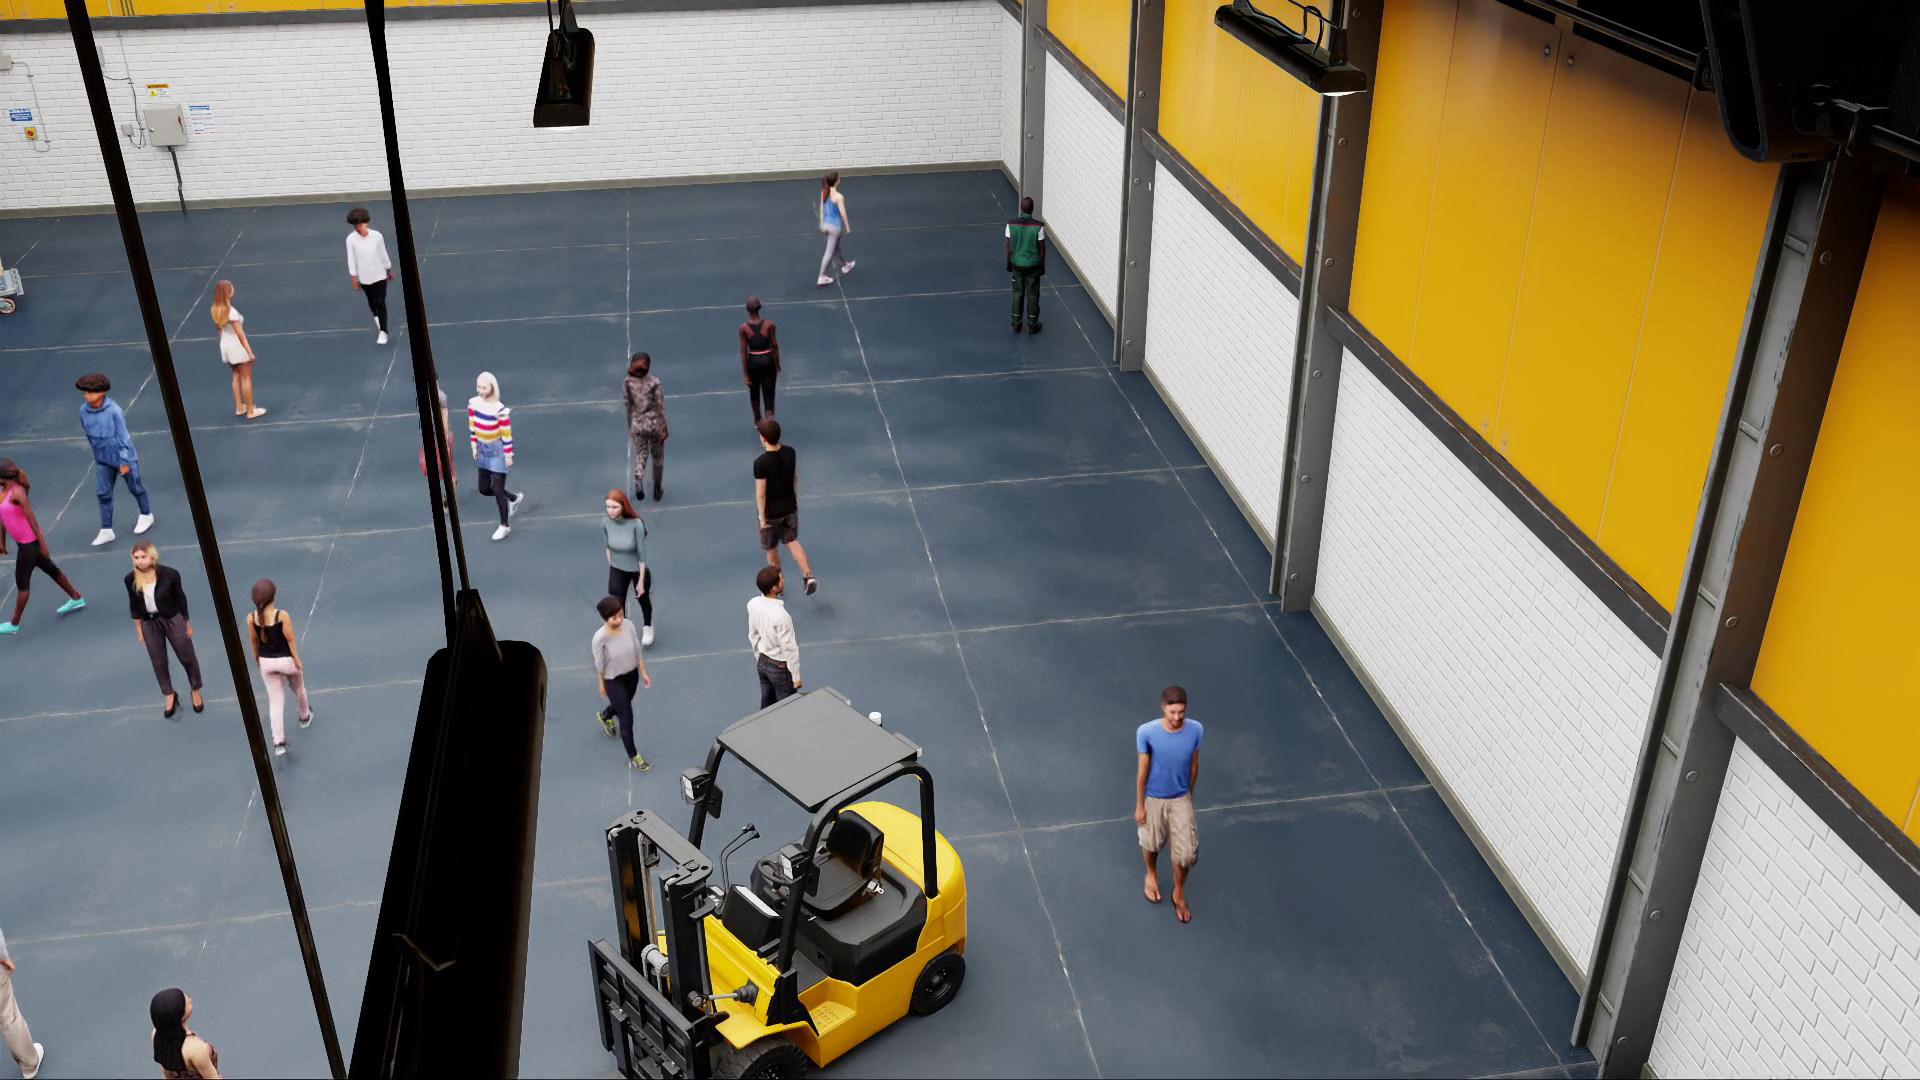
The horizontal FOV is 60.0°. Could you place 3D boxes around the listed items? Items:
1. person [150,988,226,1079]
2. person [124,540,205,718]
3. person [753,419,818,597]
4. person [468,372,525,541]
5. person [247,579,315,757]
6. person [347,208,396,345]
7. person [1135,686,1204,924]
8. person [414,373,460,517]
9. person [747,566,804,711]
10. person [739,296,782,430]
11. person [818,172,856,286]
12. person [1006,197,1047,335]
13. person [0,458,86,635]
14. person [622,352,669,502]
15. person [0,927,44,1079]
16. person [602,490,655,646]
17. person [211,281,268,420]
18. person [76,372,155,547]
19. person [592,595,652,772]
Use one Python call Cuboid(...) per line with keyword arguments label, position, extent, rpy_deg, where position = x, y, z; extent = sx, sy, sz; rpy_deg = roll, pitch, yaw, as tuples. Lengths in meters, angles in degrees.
Cuboid(label="person", position=(-4.285, 3.221, 9.417), extent=(0.800, 1.775, 0.843), rpy_deg=(12, 31, 21))
Cuboid(label="person", position=(-6.721, 0.743, 14.069), extent=(0.602, 1.671, 0.538), rpy_deg=(-6, 29, -11))
Cuboid(label="person", position=(-1.660, -0.259, 15.722), extent=(0.957, 1.846, 1.095), rpy_deg=(-23, 36, -36))
Cuboid(label="person", position=(-4.705, -0.899, 16.949), extent=(0.898, 1.795, 0.978), rpy_deg=(13, 31, 23))
Cuboid(label="person", position=(-5.606, 1.055, 13.640), extent=(0.537, 1.534, 1.005), rpy_deg=(-4, 29, -8))
Cuboid(label="person", position=(-7.682, -3.493, 21.745), extent=(0.775, 1.757, 1.171), rpy_deg=(-11, 30, -19))
Cuboid(label="person", position=(1.458, 1.790, 11.967), extent=(0.703, 1.846, 0.836), rpy_deg=(0, 29, -1))
Cuboid(label="person", position=(-5.414, -1.079, 17.442), extent=(0.755, 1.640, 0.841), rpy_deg=(12, 31, 21))
Cuboid(label="person", position=(-1.473, 1.037, 13.322), extent=(0.690, 1.871, 0.788), rpy_deg=(24, 37, 37))
Cuboid(label="person", position=(-2.240, -1.897, 18.854), extent=(0.685, 1.723, 1.165), rpy_deg=(-2, 29, -3))
Cuboid(label="person", position=(-1.867, -4.387, 23.580), extent=(1.036, 1.570, 1.004), rpy_deg=(25, 37, 38))
Cuboid(label="person", position=(0.868, -3.616, 21.885), extent=(0.776, 1.839, 0.758), rpy_deg=(8, 30, 13))
Cuboid(label="person", position=(-8.549, 0.001, 15.424), extent=(1.077, 1.677, 1.094), rpy_deg=(21, 35, 33))
Cuboid(label="person", position=(-3.313, -1.145, 17.496), extent=(0.699, 1.704, 0.859), rpy_deg=(3, 29, 6))
Cuboid(label="person", position=(-6.184, 2.677, 10.323), extent=(0.759, 1.863, 0.723), rpy_deg=(-18, 33, -29))
Cuboid(label="person", position=(-2.907, 0.306, 14.863), extent=(0.857, 1.678, 1.242), rpy_deg=(4, 29, 8))
Cuboid(label="person", position=(-8.495, -2.217, 19.475), extent=(0.682, 1.690, 0.739), rpy_deg=(18, 34, 30))
Cuboid(label="person", position=(-8.553, -0.890, 16.945), extent=(0.865, 1.783, 1.049), rpy_deg=(4, 29, 7))
Cuboid(label="person", position=(-2.816, 1.093, 13.580), extent=(1.061, 1.524, 0.952), rpy_deg=(22, 35, 34))
